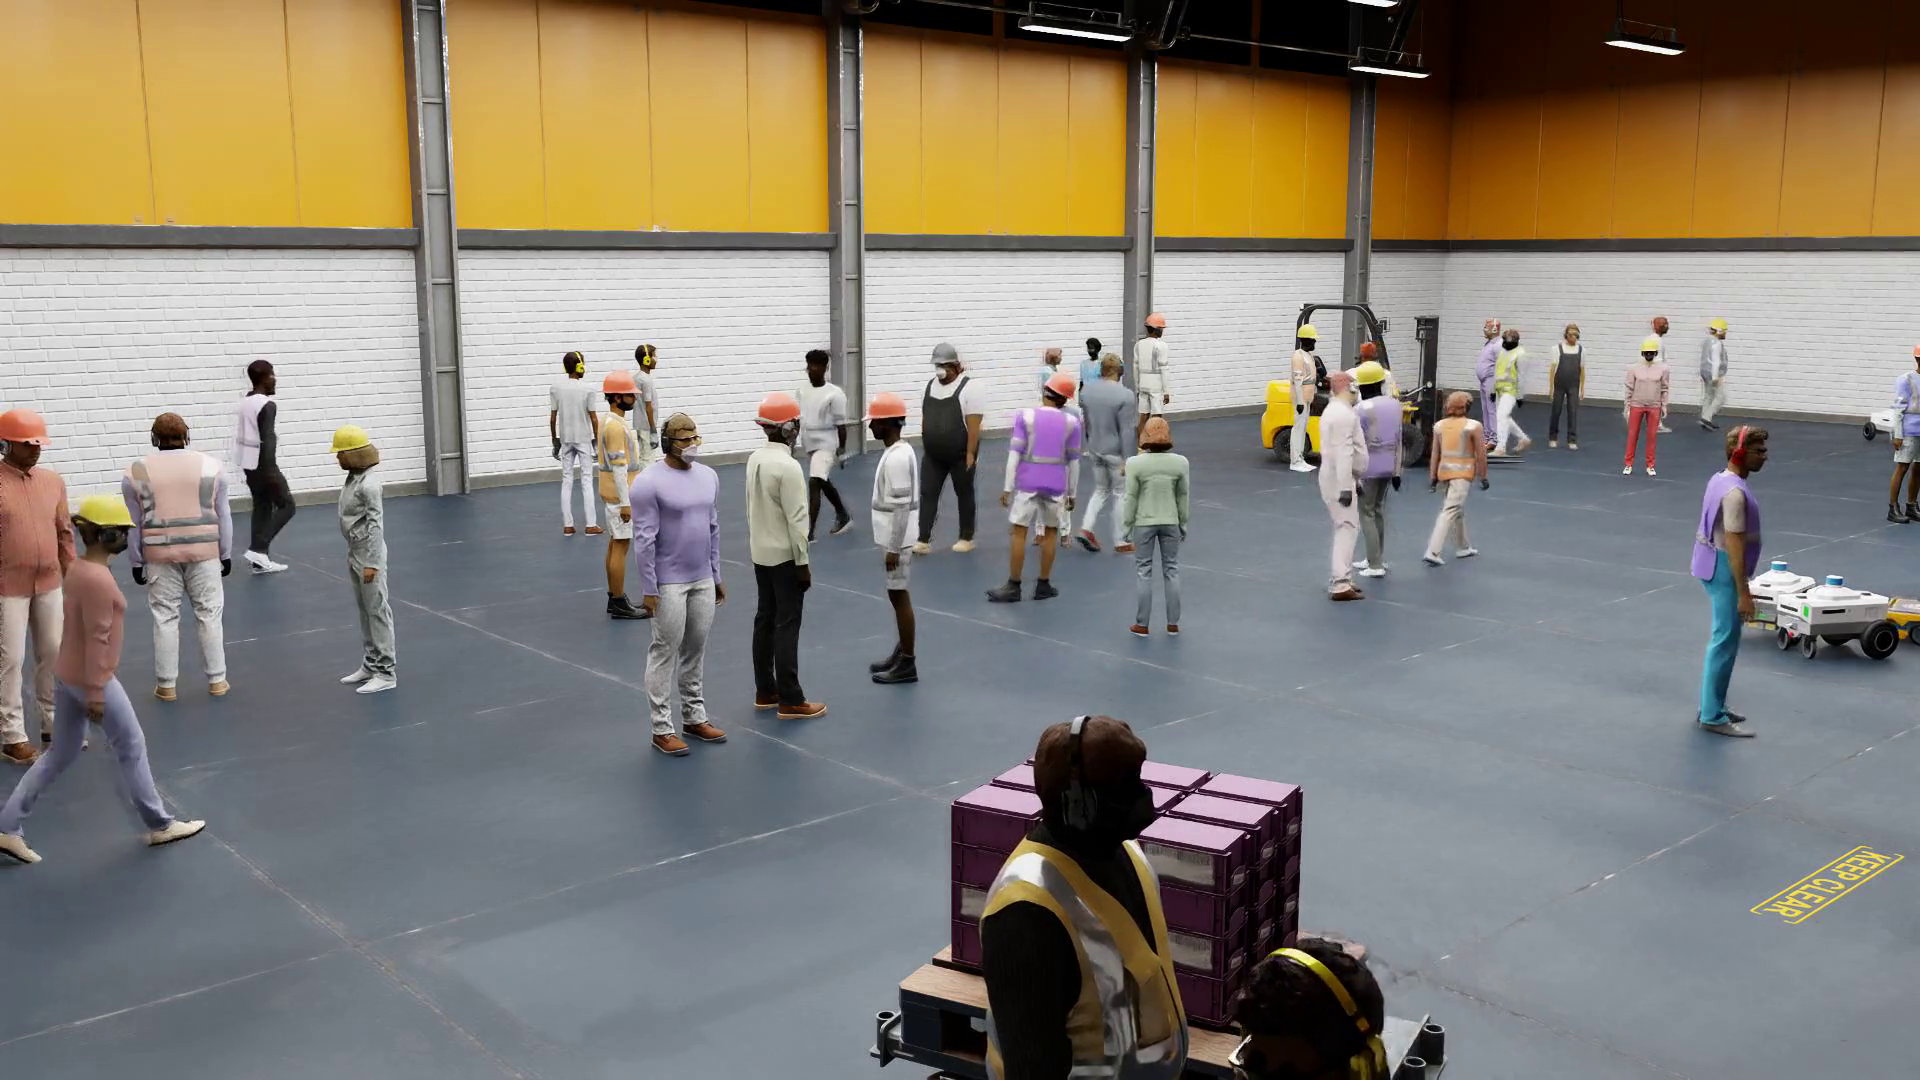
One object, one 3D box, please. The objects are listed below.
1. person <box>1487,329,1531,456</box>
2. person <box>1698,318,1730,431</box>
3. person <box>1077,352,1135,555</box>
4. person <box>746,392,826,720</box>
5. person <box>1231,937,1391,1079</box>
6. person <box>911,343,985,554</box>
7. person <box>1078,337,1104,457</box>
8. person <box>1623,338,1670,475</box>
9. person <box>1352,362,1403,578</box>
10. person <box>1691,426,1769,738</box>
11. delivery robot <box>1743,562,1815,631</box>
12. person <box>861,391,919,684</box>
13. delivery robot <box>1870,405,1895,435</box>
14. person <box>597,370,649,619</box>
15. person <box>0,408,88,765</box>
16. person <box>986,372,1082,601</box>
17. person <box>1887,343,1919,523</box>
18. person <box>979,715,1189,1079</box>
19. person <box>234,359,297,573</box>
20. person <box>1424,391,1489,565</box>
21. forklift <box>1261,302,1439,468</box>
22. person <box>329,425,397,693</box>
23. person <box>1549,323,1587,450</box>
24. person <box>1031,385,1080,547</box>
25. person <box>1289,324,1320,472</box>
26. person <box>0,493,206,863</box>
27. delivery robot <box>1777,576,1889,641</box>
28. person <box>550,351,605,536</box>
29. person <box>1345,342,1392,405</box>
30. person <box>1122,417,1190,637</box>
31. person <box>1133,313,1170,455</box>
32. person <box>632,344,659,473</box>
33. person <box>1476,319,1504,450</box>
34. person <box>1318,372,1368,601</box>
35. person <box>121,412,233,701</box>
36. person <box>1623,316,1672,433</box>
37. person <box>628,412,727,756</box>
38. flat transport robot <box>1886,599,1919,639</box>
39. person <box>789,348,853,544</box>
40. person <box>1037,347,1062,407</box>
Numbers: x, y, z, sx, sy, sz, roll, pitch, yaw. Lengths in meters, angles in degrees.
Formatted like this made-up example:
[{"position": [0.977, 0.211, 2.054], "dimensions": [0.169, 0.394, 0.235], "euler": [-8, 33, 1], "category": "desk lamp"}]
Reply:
[{"position": [7.742, -2.067, 23.379], "dimensions": [0.717, 1.801, 0.644], "euler": [-1, 10, -7], "category": "person"}, {"position": [12.113, -2.643, 26.716], "dimensions": [0.420, 1.817, 0.620], "euler": [2, 10, 10], "category": "person"}, {"position": [1.366, -0.804, 15.681], "dimensions": [0.631, 1.912, 0.580], "euler": [9, 13, 43], "category": "person"}, {"position": [-1.088, 0.095, 10.160], "dimensions": [0.375, 1.997, 0.612], "euler": [-7, 12, -34], "category": "person"}, {"position": [0.557, 1.488, 2.527], "dimensions": [0.945, 1.813, 0.656], "euler": [-7, 12, -37], "category": "person"}, {"position": [-0.148, -0.854, 15.588], "dimensions": [0.700, 2.000, 0.920], "euler": [5, 11, 29], "category": "person"}, {"position": [1.903, -2.007, 23.371], "dimensions": [0.543, 1.679, 0.431], "euler": [7, 12, 36], "category": "person"}, {"position": [8.814, -1.704, 21.367], "dimensions": [0.531, 1.767, 0.328], "euler": [3, 10, 17], "category": "person"}, {"position": [3.592, -0.612, 14.621], "dimensions": [0.615, 1.906, 0.609], "euler": [-8, 12, -38], "category": "person"}, {"position": [4.515, 0.244, 9.810], "dimensions": [0.382, 1.831, 0.626], "euler": [4, 10, 21], "category": "person"}, {"position": [6.041, 0.403, 12.296], "dimensions": [0.477, 0.478, 0.707], "euler": [9, 14, 44], "category": "delivery robot"}, {"position": [-0.458, -0.016, 10.987], "dimensions": [0.377, 1.933, 0.551], "euler": [0, 10, -2], "category": "person"}, {"position": [14.125, -1.799, 25.188], "dimensions": [0.477, 0.478, 0.707], "euler": [0, 10, 0], "category": "delivery robot"}, {"position": [-2.628, -0.352, 12.949], "dimensions": [0.354, 1.939, 0.545], "euler": [-3, 10, -17], "category": "person"}, {"position": [-5.215, 0.248, 9.318], "dimensions": [0.405, 1.982, 0.615], "euler": [5, 11, 25], "category": "person"}, {"position": [0.592, -0.433, 13.608], "dimensions": [0.782, 1.878, 0.360], "euler": [-1, 10, -4], "category": "person"}, {"position": [10.115, -1.137, 17.546], "dimensions": [0.551, 1.935, 0.371], "euler": [-3, 10, -16], "category": "person"}, {"position": [0.281, 1.282, 3.654], "dimensions": [0.429, 1.846, 0.626], "euler": [4, 10, 21], "category": "person"}, {"position": [-6.162, -0.640, 14.723], "dimensions": [0.448, 1.904, 0.622], "euler": [-9, 13, -43], "category": "person"}, {"position": [4.538, -0.573, 15.272], "dimensions": [0.892, 1.588, 0.505], "euler": [-7, 12, -34], "category": "person"}, {"position": [5.320, -2.157, 22.763], "dimensions": [2.313, 2.155, 1.214], "euler": [3, 10, 16], "category": "forklift"}, {"position": [-3.880, 0.121, 10.772], "dimensions": [0.311, 1.735, 0.483], "euler": [-7, 12, -34], "category": "person"}, {"position": [8.879, -2.241, 24.318], "dimensions": [0.510, 1.853, 0.375], "euler": [2, 10, 10], "category": "person"}, {"position": [0.911, -0.746, 16.142], "dimensions": [0.507, 1.632, 0.264], "euler": [2, 10, 14], "category": "person"}, {"position": [4.514, -1.860, 21.810], "dimensions": [0.368, 1.927, 0.587], "euler": [4, 11, 23], "category": "person"}, {"position": [-4.101, 0.648, 7.745], "dimensions": [0.900, 1.715, 0.566], "euler": [-8, 13, -40], "category": "person"}, {"position": [6.162, 0.496, 11.753], "dimensions": [0.707, 0.478, 0.477], "euler": [-2, 10, -11], "category": "delivery robot"}, {"position": [-3.872, -0.966, 16.766], "dimensions": [0.513, 1.864, 0.329], "euler": [1, 10, 8], "category": "person"}, {"position": [4.694, -1.363, 19.163], "dimensions": [0.591, 1.844, 0.979], "euler": [0, 10, 2], "category": "person"}, {"position": [1.452, -0.096, 12.339], "dimensions": [0.507, 1.630, 0.268], "euler": [-2, 10, -10], "category": "person"}, {"position": [2.644, -2.068, 22.685], "dimensions": [0.378, 2.041, 0.616], "euler": [-7, 12, -37], "category": "person"}, {"position": [-3.370, -1.182, 18.000], "dimensions": [0.328, 1.875, 0.513], "euler": [-5, 11, -27], "category": "person"}, {"position": [7.721, -2.266, 24.247], "dimensions": [0.408, 1.908, 0.644], "euler": [0, 10, 1], "category": "person"}, {"position": [3.177, -0.457, 13.799], "dimensions": [0.404, 1.862, 0.707], "euler": [1, 10, 8], "category": "person"}, {"position": [-4.958, 0.105, 10.583], "dimensions": [0.626, 1.836, 0.428], "euler": [-4, 11, -24], "category": "person"}, {"position": [11.022, -2.630, 26.505], "dimensions": [0.677, 1.865, 0.593], "euler": [3, 10, 18], "category": "person"}, {"position": [-1.583, 0.240, 9.479], "dimensions": [0.372, 1.940, 0.632], "euler": [7, 12, 35], "category": "person"}, {"position": [7.404, 0.623, 12.113], "dimensions": [1.431, 0.197, 0.652], "euler": [7, 12, 34], "category": "flat transport robot"}, {"position": [-1.365, -0.947, 16.501], "dimensions": [0.619, 1.924, 1.002], "euler": [9, 13, 41], "category": "person"}, {"position": [1.191, -1.725, 21.878], "dimensions": [0.356, 1.628, 0.524], "euler": [3, 10, 19], "category": "person"}]
